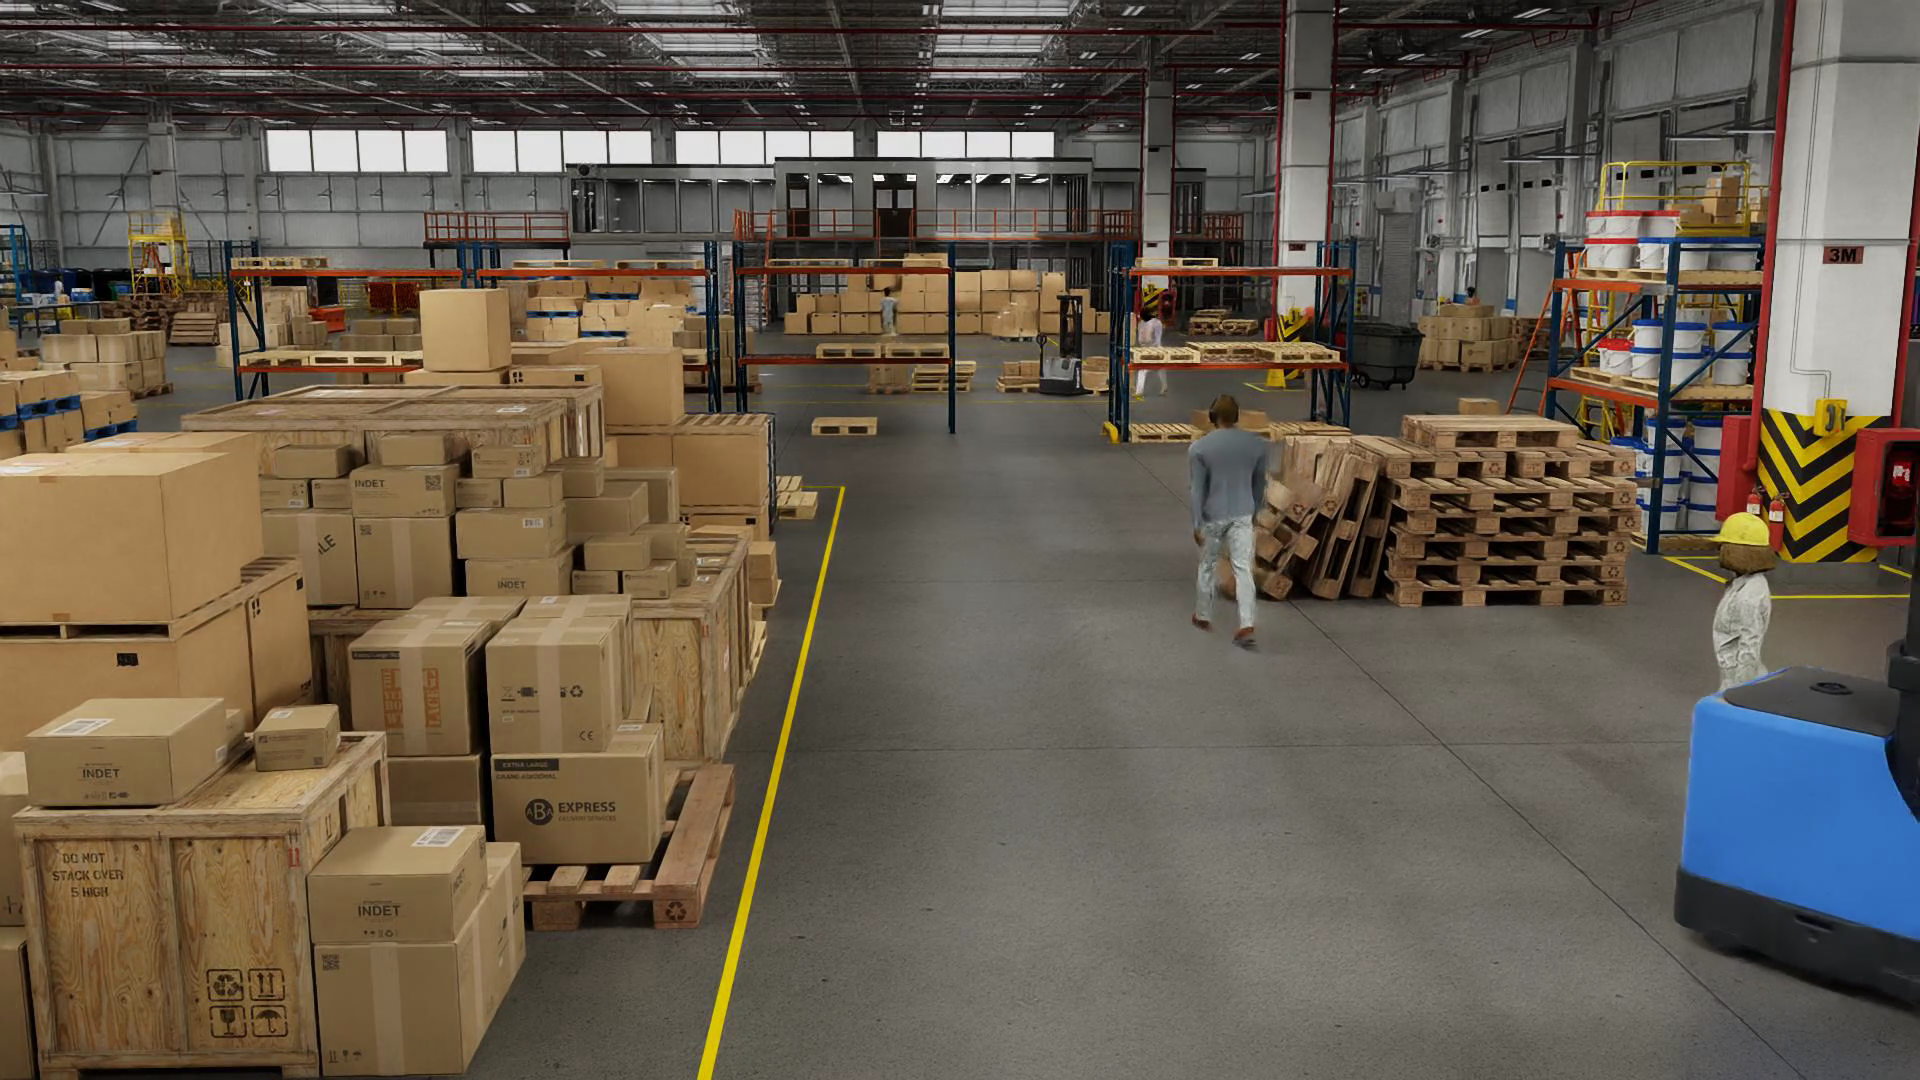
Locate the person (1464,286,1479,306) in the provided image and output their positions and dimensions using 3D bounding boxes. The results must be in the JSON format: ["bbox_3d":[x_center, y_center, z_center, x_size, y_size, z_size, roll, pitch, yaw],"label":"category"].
[{"bbox_3d":[15.311,-6.748,49.865,0.317,1.697,0.540,-6,12,-31],"label":"person"}]

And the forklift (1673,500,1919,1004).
[{"bbox_3d":[4.089,0.413,6.681,1.129,2.768,1.873,-9,13,-40],"label":"forklift"}]

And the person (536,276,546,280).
[{"bbox_3d":[-15.513,-9.086,61.939,0.536,2.000,0.688,-6,12,-32],"label":"person"}]

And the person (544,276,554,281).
[{"bbox_3d":[-17.354,-10.413,69.757,0.619,1.876,0.958,0,10,-1],"label":"person"}]

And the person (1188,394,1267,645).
[{"bbox_3d":[2.041,-0.162,12.660,0.637,1.900,0.998,-1,10,-6],"label":"person"}]

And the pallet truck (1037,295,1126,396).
[{"bbox_3d":[2.483,-3.881,33.060,1.885,1.965,0.823,-7,13,-36],"label":"pallet truck"}]

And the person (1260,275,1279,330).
[{"bbox_3d":[10.649,-8.036,56.465,0.834,1.911,0.546,1,10,3],"label":"person"}]

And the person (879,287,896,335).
[{"bbox_3d":[-1.938,-5.882,44.727,0.517,1.821,0.996,-4,11,-19],"label":"person"}]

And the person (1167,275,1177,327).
[{"bbox_3d":[7.555,-8.613,59.431,0.381,1.994,0.622,1,10,7],"label":"person"}]

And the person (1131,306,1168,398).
[{"bbox_3d":[3.750,-3.696,32.662,0.627,1.786,1.000,9,13,40],"label":"person"}]

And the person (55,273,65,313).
[{"bbox_3d":[-34.021,-9.167,62.932,0.542,1.848,0.441,8,13,37],"label":"person"}]

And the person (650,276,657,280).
[{"bbox_3d":[-9.979,-7.656,54.300,0.647,1.919,0.437,-2,10,-13],"label":"person"}]

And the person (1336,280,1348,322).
[{"bbox_3d":[13.320,-8.237,58.141,0.523,1.719,0.953,-8,13,-37],"label":"person"}]

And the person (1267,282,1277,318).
[{"bbox_3d":[11.186,-8.458,59.015,0.621,1.838,0.429,-7,12,-33],"label":"person"}]

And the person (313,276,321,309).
[{"bbox_3d":[-25.274,-9.571,65.433,0.335,1.761,0.519,-7,12,-33],"label":"person"}]

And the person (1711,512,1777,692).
[{"bbox_3d":[3.765,0.728,8.090,0.311,1.744,0.486,4,11,23],"label":"person"}]

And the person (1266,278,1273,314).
[{"bbox_3d":[11.982,-9.326,63.546,0.622,1.935,0.441,3,11,15],"label":"person"}]

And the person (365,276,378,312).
[{"bbox_3d":[-25.395,-10.762,71.740,0.623,1.873,0.458,5,11,27],"label":"person"}]

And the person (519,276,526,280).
[{"bbox_3d":[-14.975,-8.162,57.068,0.543,1.941,0.353,-2,10,-9],"label":"person"}]

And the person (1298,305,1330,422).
[{"bbox_3d":[5.982,-2.958,28.020,0.477,2.012,0.625,-8,13,-38],"label":"person"}]

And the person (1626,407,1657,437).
[{"bbox_3d":[8.854,-1.694,21.377,0.559,1.830,1.011,-7,13,-35],"label":"person"}]
